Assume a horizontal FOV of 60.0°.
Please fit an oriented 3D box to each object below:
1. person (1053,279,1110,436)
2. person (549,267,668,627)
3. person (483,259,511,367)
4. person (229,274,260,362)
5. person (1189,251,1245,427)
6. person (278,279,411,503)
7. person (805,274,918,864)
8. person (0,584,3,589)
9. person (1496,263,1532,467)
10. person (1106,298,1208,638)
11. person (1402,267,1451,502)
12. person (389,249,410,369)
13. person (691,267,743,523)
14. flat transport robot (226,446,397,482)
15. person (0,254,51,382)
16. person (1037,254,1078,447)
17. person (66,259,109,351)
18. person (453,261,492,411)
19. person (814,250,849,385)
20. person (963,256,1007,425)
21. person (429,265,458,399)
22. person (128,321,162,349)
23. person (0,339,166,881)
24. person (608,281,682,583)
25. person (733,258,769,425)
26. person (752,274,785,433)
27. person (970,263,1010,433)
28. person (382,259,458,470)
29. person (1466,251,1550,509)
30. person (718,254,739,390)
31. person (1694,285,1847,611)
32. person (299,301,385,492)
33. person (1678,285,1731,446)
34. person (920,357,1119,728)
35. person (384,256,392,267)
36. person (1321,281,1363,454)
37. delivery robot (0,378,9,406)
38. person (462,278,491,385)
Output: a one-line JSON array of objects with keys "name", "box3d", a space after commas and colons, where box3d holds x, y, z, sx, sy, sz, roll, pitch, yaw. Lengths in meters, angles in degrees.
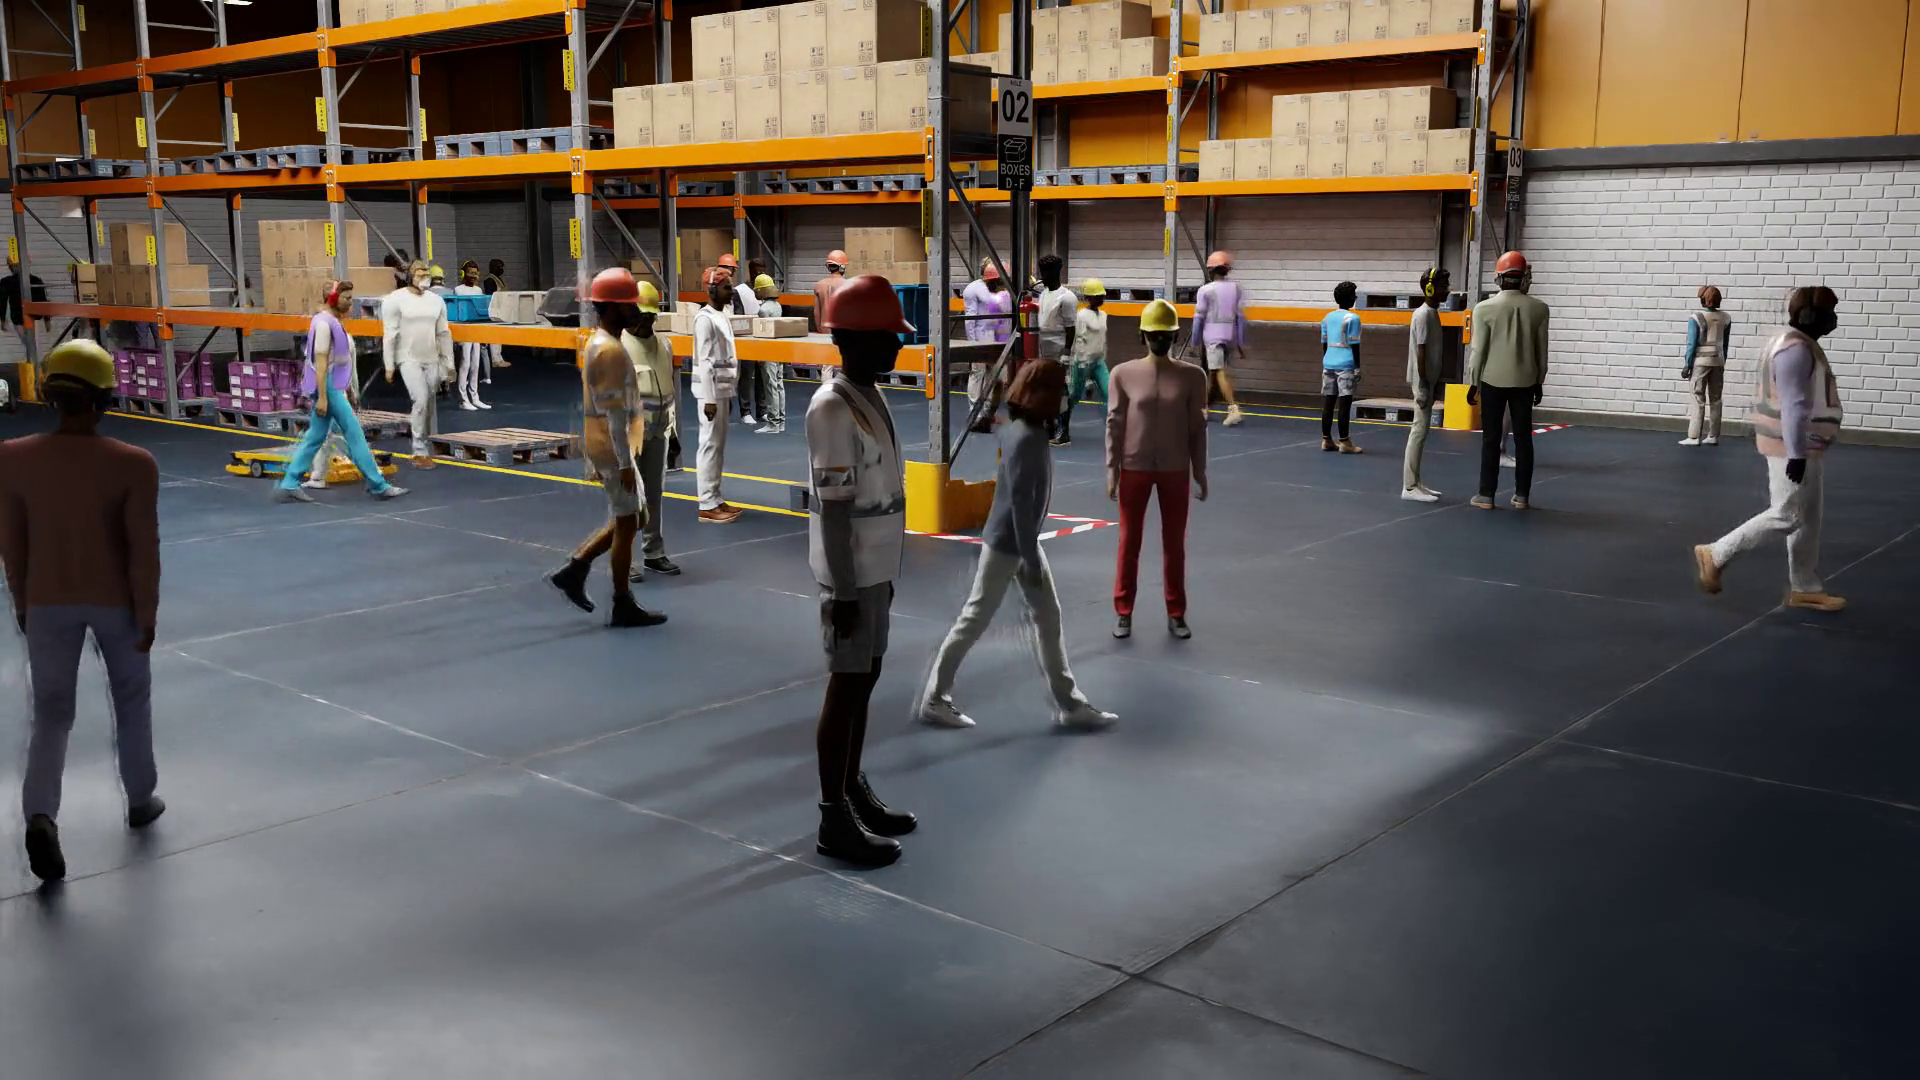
[{"name": "person", "box3d": [1.367, -1.878, 17.429, 0.882, 1.711, 0.539, 8, 13, 40]}, {"name": "person", "box3d": [-1.872, -0.473, 8.813, 0.515, 1.922, 0.551, -2, 10, -12]}, {"name": "person", "box3d": [-7.897, -3.872, 28.409, 0.429, 1.840, 0.624, -1, 10, -5]}, {"name": "person", "box3d": [-11.853, -3.596, 27.468, 0.498, 1.610, 0.656, 2, 10, 12]}, {"name": "person", "box3d": [2.979, -2.305, 19.077, 0.622, 1.992, 1.083, -6, 11, -29]}, {"name": "person", "box3d": [-4.970, -1.171, 13.200, 1.013, 1.785, 0.576, -3, 10, -16]}, {"name": "person", "box3d": [-0.312, 0.093, 5.547, 0.362, 1.935, 0.553, 2, 10, 10]}, {"name": "person", "box3d": [-5.925, -0.512, 9.837, 0.306, 1.640, 0.522, -7, 12, -34]}, {"name": "person", "box3d": [5.113, -1.621, 15.432, 0.401, 1.897, 0.649, 2, 10, 10]}, {"name": "person", "box3d": [1.019, -0.362, 8.624, 0.527, 1.768, 0.316, 0, 10, 1]}, {"name": "person", "box3d": [3.755, -1.249, 13.381, 0.310, 1.868, 0.533, 4, 11, 21]}, {"name": "person", "box3d": [-9.363, -3.867, 27.801, 0.557, 2.000, 0.690, 3, 10, 17]}, {"name": "person", "box3d": [-1.807, -1.074, 12.346, 0.354, 1.881, 0.576, 1, 10, 4]}, {"name": "flat transport robot", "box3d": [-5.754, -0.689, 14.739, 1.431, 0.197, 0.652, 5, 11, 28]}, {"name": "person", "box3d": [-13.782, -3.232, 24.433, 0.608, 1.938, 1.032, 0, 10, -2]}, {"name": "person", "box3d": [0.950, -1.934, 17.025, 0.380, 1.958, 0.602, -6, 11, -29]}, {"name": "person", "box3d": [-12.402, -3.027, 23.504, 0.997, 1.858, 0.623, -7, 12, -35]}, {"name": "person", "box3d": [-6.110, -2.551, 20.819, 0.335, 1.863, 0.519, 4, 11, 21]}, {"name": "person", "box3d": [-1.498, -2.546, 20.411, 0.612, 1.995, 0.377, 5, 11, 25]}, {"name": "person", "box3d": [0.313, -2.254, 18.920, 0.628, 1.935, 0.373, -10, 14, -44]}, {"name": "person", "box3d": [-7.029, -2.797, 22.407, 0.597, 1.807, 0.829, -7, 12, -35]}, {"name": "person", "box3d": [-13.683, -3.833, 27.989, 0.653, 1.906, 0.408, -8, 13, -40]}, {"name": "person", "box3d": [-2.907, 0.206, 5.496, 0.518, 1.730, 0.828, -2, 10, -14]}, {"name": "person", "box3d": [-1.950, -0.663, 10.182, 0.403, 1.822, 0.588, 8, 13, 39]}, {"name": "person", "box3d": [-2.363, -2.294, 19.206, 0.392, 1.915, 0.590, 9, 13, 42]}, {"name": "person", "box3d": [-2.113, -2.036, 18.243, 0.310, 1.735, 0.484, 2, 10, 13]}, {"name": "person", "box3d": [0.511, -2.037, 17.886, 1.005, 1.875, 0.564, 6, 12, 33]}, {"name": "person", "box3d": [-4.860, -1.583, 15.119, 0.670, 1.918, 0.652, 7, 12, 36]}, {"name": "person", "box3d": [4.250, -1.234, 12.933, 0.611, 1.996, 0.379, 0, 10, -1]}, {"name": "person", "box3d": [-3.341, -3.113, 23.816, 0.376, 1.933, 0.545, -6, 11, -29]}, {"name": "person", "box3d": [4.616, -0.514, 9.330, 0.716, 1.826, 0.632, 7, 12, 33]}, {"name": "person", "box3d": [-5.157, -1.190, 13.803, 0.822, 1.597, 0.533, 3, 10, 15]}, {"name": "person", "box3d": [7.636, -1.776, 17.033, 0.513, 1.641, 0.309, -3, 10, -18]}, {"name": "person", "box3d": [0.215, 0.027, 6.931, 0.842, 1.580, 0.507, 3, 10, 16]}, {"name": "person", "box3d": [-10.078, -4.097, 29.557, 0.572, 1.883, 0.355, 3, 10, 17]}, {"name": "person", "box3d": [3.776, -1.700, 16.433, 0.321, 1.697, 0.530, -5, 11, -26]}, {"name": "delivery robot", "box3d": [-11.931, -1.876, 20.421, 0.477, 0.478, 0.707, -8, 12, -37]}, {"name": "person", "box3d": [-7.227, -3.118, 24.728, 0.287, 1.626, 0.497, 7, 12, 33]}]
